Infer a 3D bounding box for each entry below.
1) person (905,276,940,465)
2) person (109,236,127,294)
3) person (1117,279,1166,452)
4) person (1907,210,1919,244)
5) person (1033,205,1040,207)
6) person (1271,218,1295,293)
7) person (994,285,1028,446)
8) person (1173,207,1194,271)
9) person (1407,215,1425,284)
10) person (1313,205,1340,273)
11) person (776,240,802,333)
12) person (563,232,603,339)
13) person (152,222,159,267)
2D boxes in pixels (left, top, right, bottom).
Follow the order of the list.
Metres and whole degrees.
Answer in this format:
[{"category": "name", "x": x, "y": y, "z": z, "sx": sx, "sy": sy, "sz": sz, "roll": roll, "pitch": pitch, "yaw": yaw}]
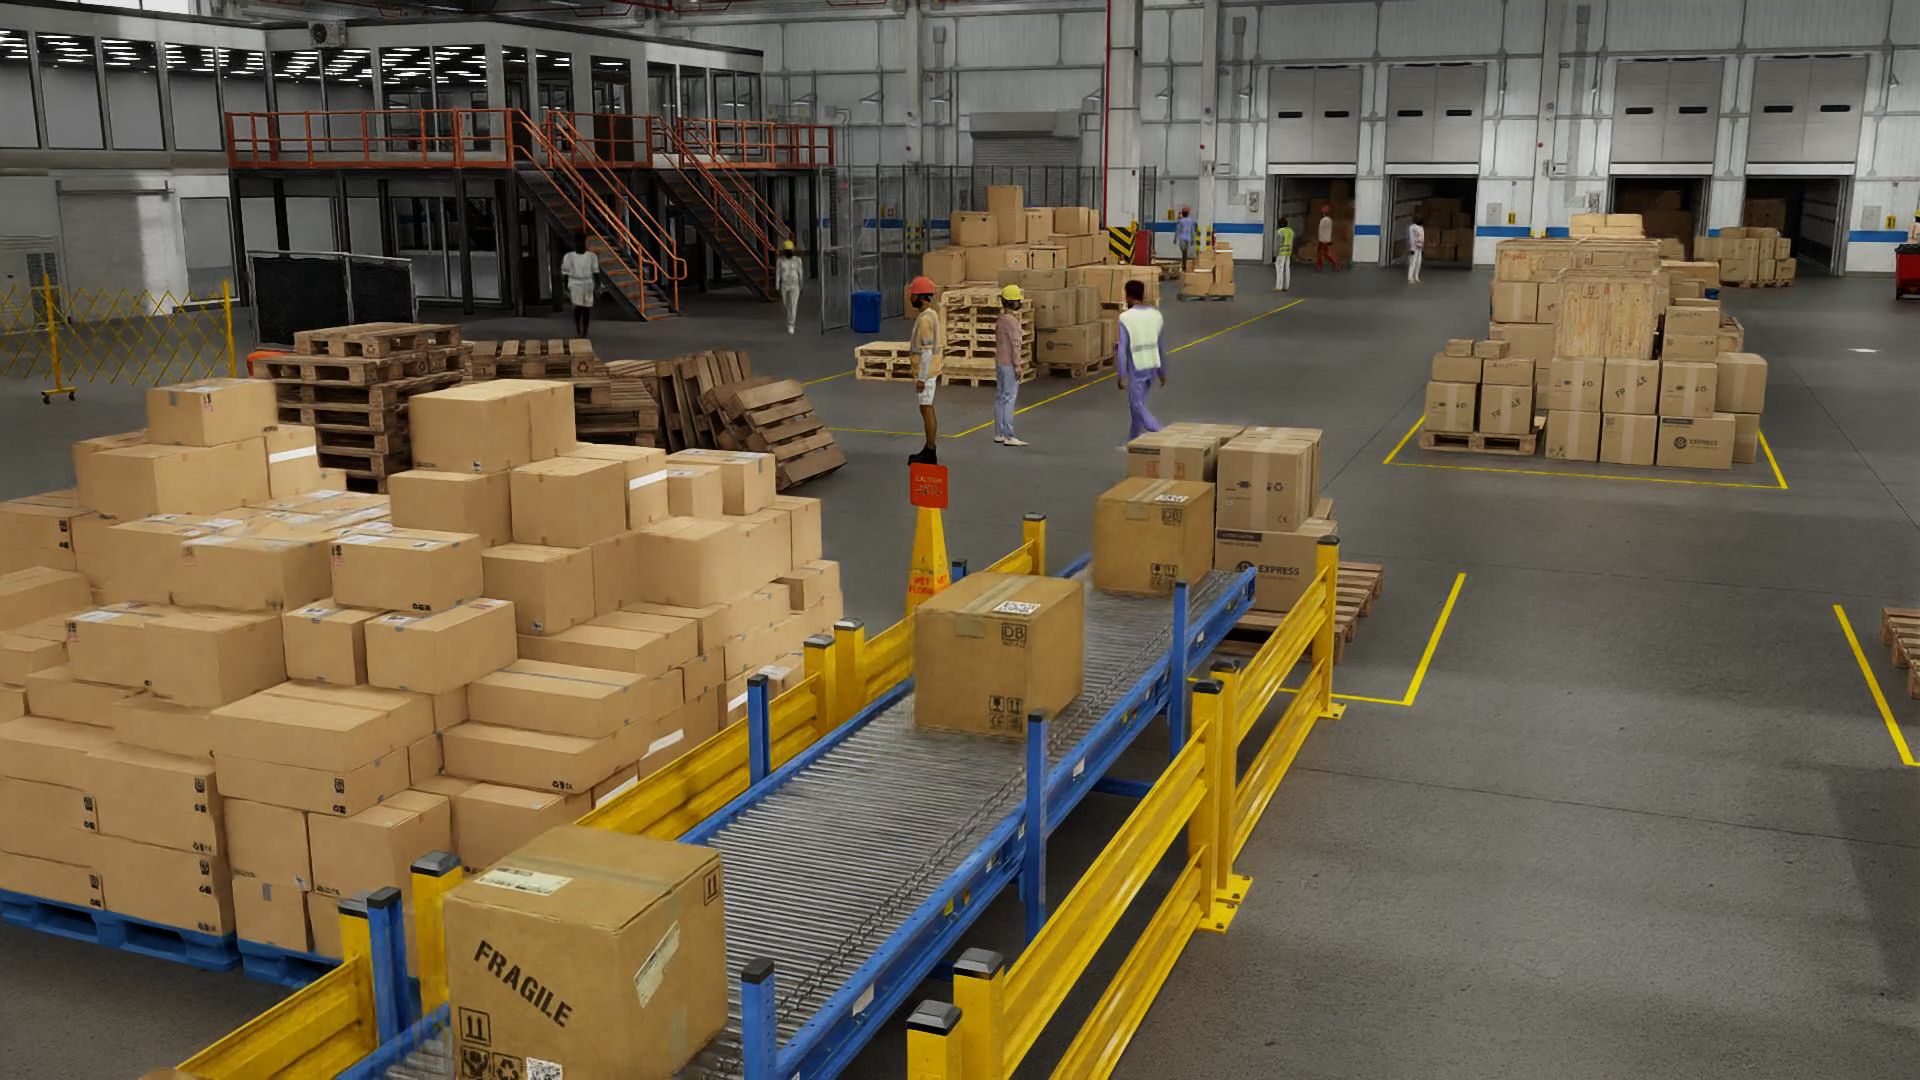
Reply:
[{"category": "person", "x": -0.382, "y": -1.724, "z": 17.050, "sx": 0.357, "sy": 1.937, "sz": 0.551, "roll": 1, "pitch": 13, "yaw": 3}, {"category": "person", "x": -19.195, "y": -6.450, "z": 38.355, "sx": 0.676, "sy": 1.873, "sz": 0.889, "roll": 1, "pitch": 13, "yaw": 5}, {"category": "person", "x": 1.952, "y": -1.789, "z": 17.497, "sx": 0.632, "sy": 1.883, "sz": 0.856, "roll": -9, "pitch": 16, "yaw": -36}, {"category": "person", "x": 25.829, "y": -7.950, "z": 44.997, "sx": 0.371, "sy": 1.929, "sz": 0.585, "roll": 2, "pitch": 13, "yaw": 7}, {"category": "person", "x": 2.506, "y": -9.816, "z": 53.402, "sx": 0.914, "sy": 1.905, "sz": 0.655, "roll": 4, "pitch": 13, "yaw": 19}, {"category": "person", "x": 7.964, "y": -7.042, "z": 41.138, "sx": 0.623, "sy": 1.839, "sz": 0.429, "roll": -10, "pitch": 16, "yaw": -37}, {"category": "person", "x": 0.554, "y": -1.922, "z": 18.329, "sx": 0.313, "sy": 1.768, "sz": 0.527, "roll": -5, "pitch": 13, "yaw": -20}, {"category": "person", "x": 6.750, "y": -9.098, "z": 50.243, "sx": 0.549, "sy": 1.883, "sz": 0.985, "roll": -4, "pitch": 13, "yaw": -18}, {"category": "person", "x": 12.101, "y": -7.709, "z": 44.203, "sx": 0.433, "sy": 1.806, "sz": 0.655, "roll": 10, "pitch": 16, "yaw": 37}, {"category": "person", "x": 10.691, "y": -8.751, "z": 48.490, "sx": 0.692, "sy": 1.975, "sz": 0.623, "roll": 10, "pitch": 16, "yaw": 39}, {"category": "person", "x": -3.177, "y": -4.739, "z": 31.071, "sx": 0.490, "sy": 1.718, "sz": 0.608, "roll": 1, "pitch": 13, "yaw": 2}, {"category": "person", "x": -6.521, "y": -4.353, "z": 28.846, "sx": 0.622, "sy": 1.926, "sz": 0.899, "roll": -7, "pitch": 14, "yaw": -28}, {"category": "person", "x": -19.562, "y": -6.975, "z": 40.848, "sx": 0.931, "sy": 1.836, "sz": 0.532, "roll": -8, "pitch": 15, "yaw": -33}]
